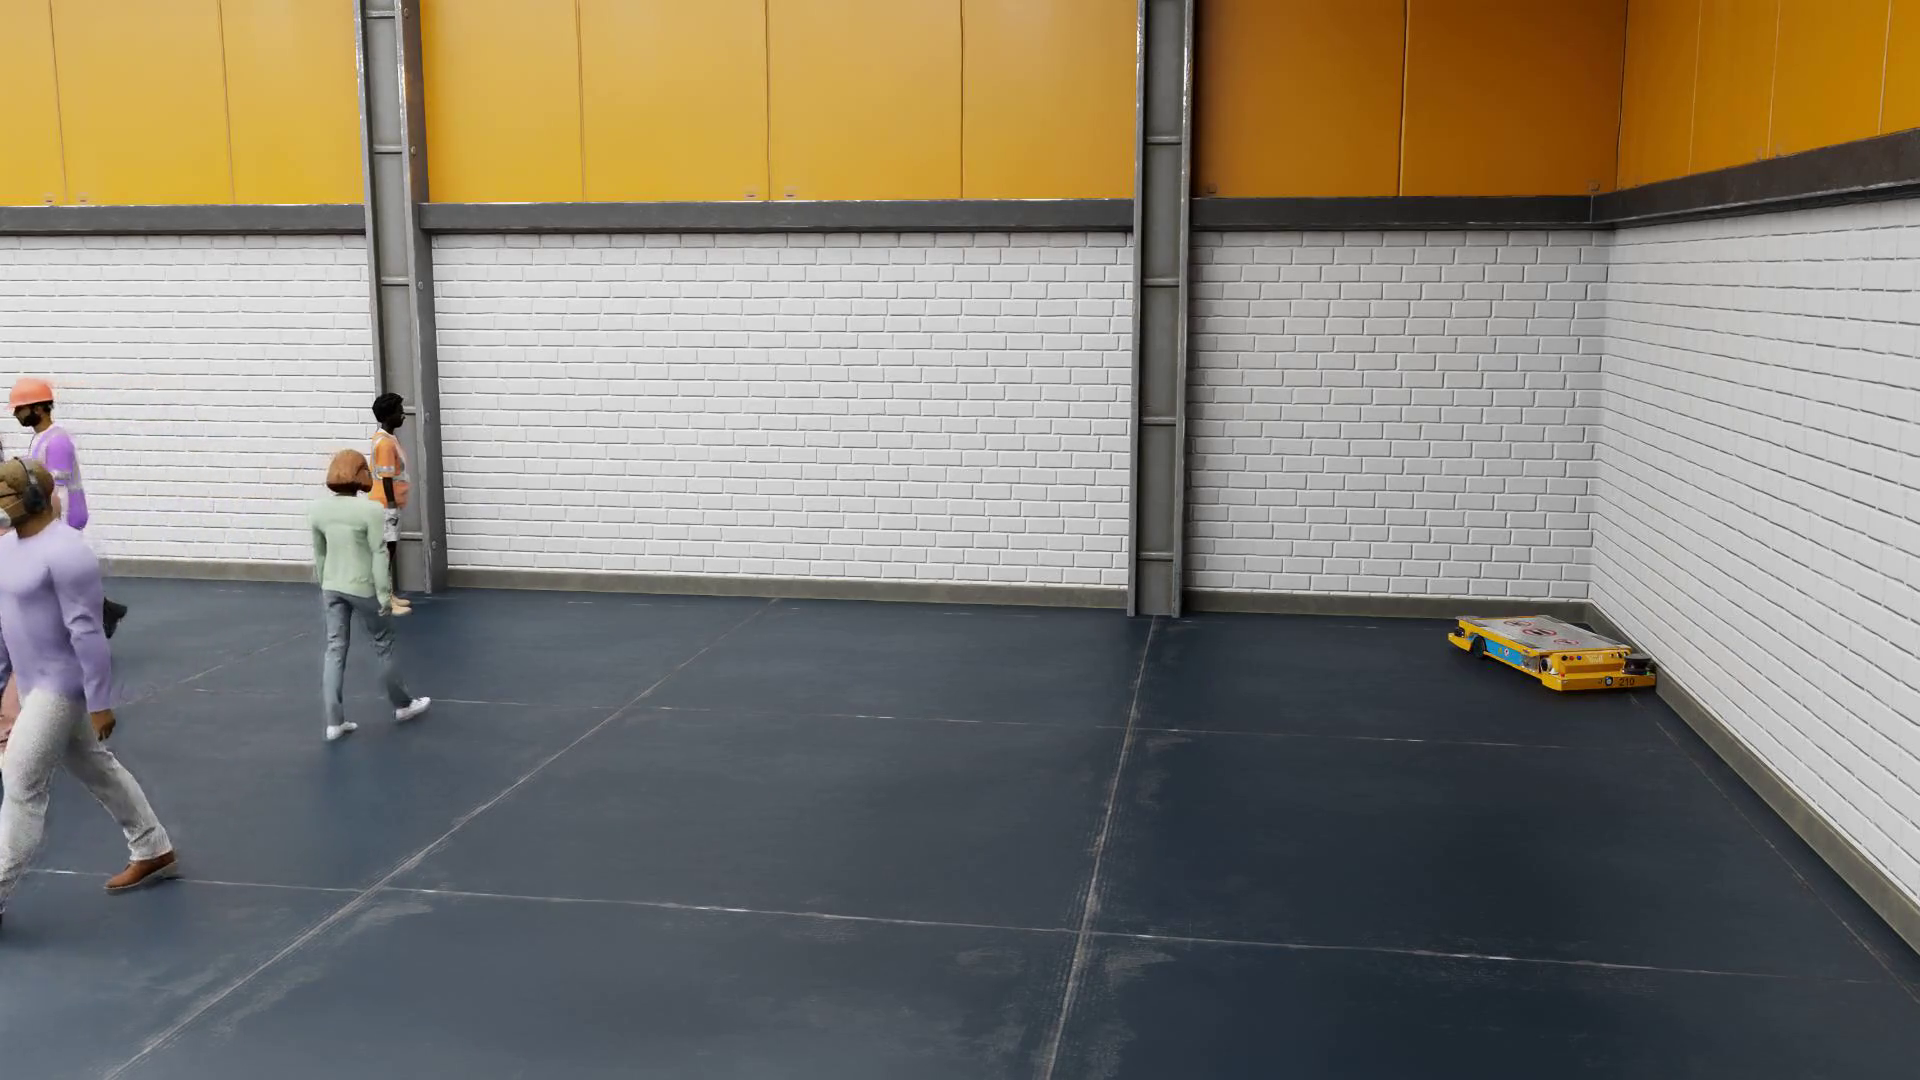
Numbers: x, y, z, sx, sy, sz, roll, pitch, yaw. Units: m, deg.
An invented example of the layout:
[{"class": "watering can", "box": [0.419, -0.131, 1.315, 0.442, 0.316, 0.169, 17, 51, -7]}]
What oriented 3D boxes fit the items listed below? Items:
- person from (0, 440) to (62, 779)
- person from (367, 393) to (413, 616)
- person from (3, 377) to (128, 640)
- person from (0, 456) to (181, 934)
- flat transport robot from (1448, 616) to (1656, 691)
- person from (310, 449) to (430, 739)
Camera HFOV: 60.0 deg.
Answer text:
[{"class": "person", "box": [-5.031, 0.303, 8.733, 0.658, 1.796, 1.141, 0, 9, -1]}, {"class": "person", "box": [-4.323, -0.270, 12.603, 0.321, 1.690, 0.527, -3, 10, -19]}, {"class": "person", "box": [-5.957, -0.134, 11.067, 0.590, 1.914, 0.572, -8, 12, -42]}, {"class": "person", "box": [-3.670, 0.597, 6.666, 0.653, 1.884, 1.043, 8, 12, 40]}, {"class": "flat transport robot", "box": [3.844, 0.713, 10.891, 0.652, 0.197, 1.431, -2, 9, -11]}, {"class": "person", "box": [-3.366, 0.283, 9.435, 0.527, 1.604, 0.725, 3, 10, 17]}]
